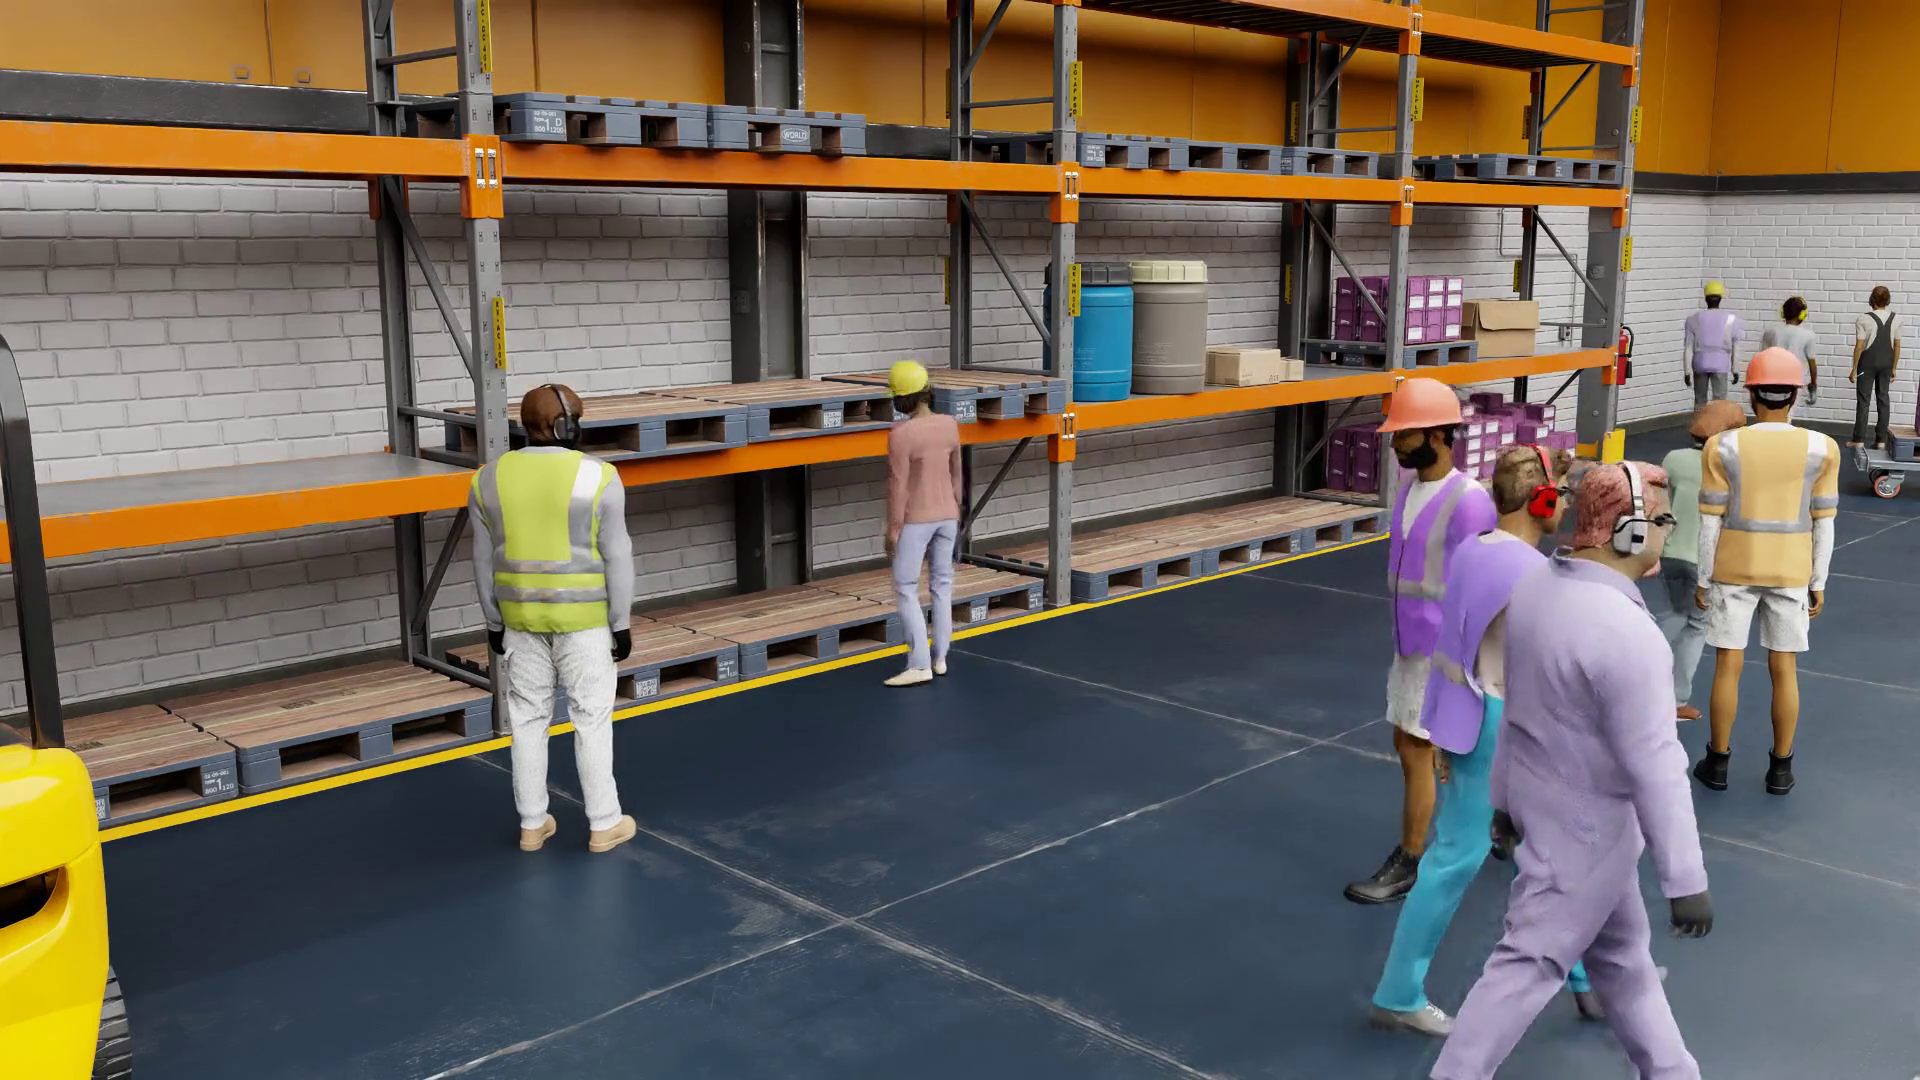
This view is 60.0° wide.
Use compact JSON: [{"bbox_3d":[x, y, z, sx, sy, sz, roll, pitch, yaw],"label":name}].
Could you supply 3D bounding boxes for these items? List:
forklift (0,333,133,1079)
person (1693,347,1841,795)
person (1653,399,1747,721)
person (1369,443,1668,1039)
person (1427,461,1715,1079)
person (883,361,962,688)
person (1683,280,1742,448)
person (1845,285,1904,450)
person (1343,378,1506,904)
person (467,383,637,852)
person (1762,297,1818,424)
[{"bbox_3d":[-3.289,0.485,4.582,1.214,2.155,2.313,-10,14,-44],"label":"forklift"},{"bbox_3d":[3.449,0.139,7.175,0.544,1.935,0.361,3,11,17],"label":"person"},{"bbox_3d":[3.635,0.112,8.175,0.332,1.615,0.513,-5,12,-27],"label":"person"},{"bbox_3d":[1.701,0.619,4.929,0.983,1.790,0.584,1,10,3],"label":"person"},{"bbox_3d":[1.641,0.724,4.207,1.011,1.850,0.670,0,10,2],"label":"person"},{"bbox_3d":[-0.188,-0.080,8.934,0.680,1.737,0.359,-10,14,-42],"label":"person"},{"bbox_3d":[8.399,-1.946,18.615,0.607,1.908,0.617,5,11,25],"label":"person"},{"bbox_3d":[10.267,-1.927,18.684,0.507,1.847,0.345,1,10,3],"label":"person"},{"bbox_3d":[1.784,0.363,6.032,0.749,1.913,0.543,-3,11,-16],"label":"person"},{"bbox_3d":[-1.567,0.312,6.497,0.624,1.840,0.430,1,10,8],"label":"person"},{"bbox_3d":[8.032,-1.443,16.162,0.956,1.803,0.482,-8,13,-36],"label":"person"}]
